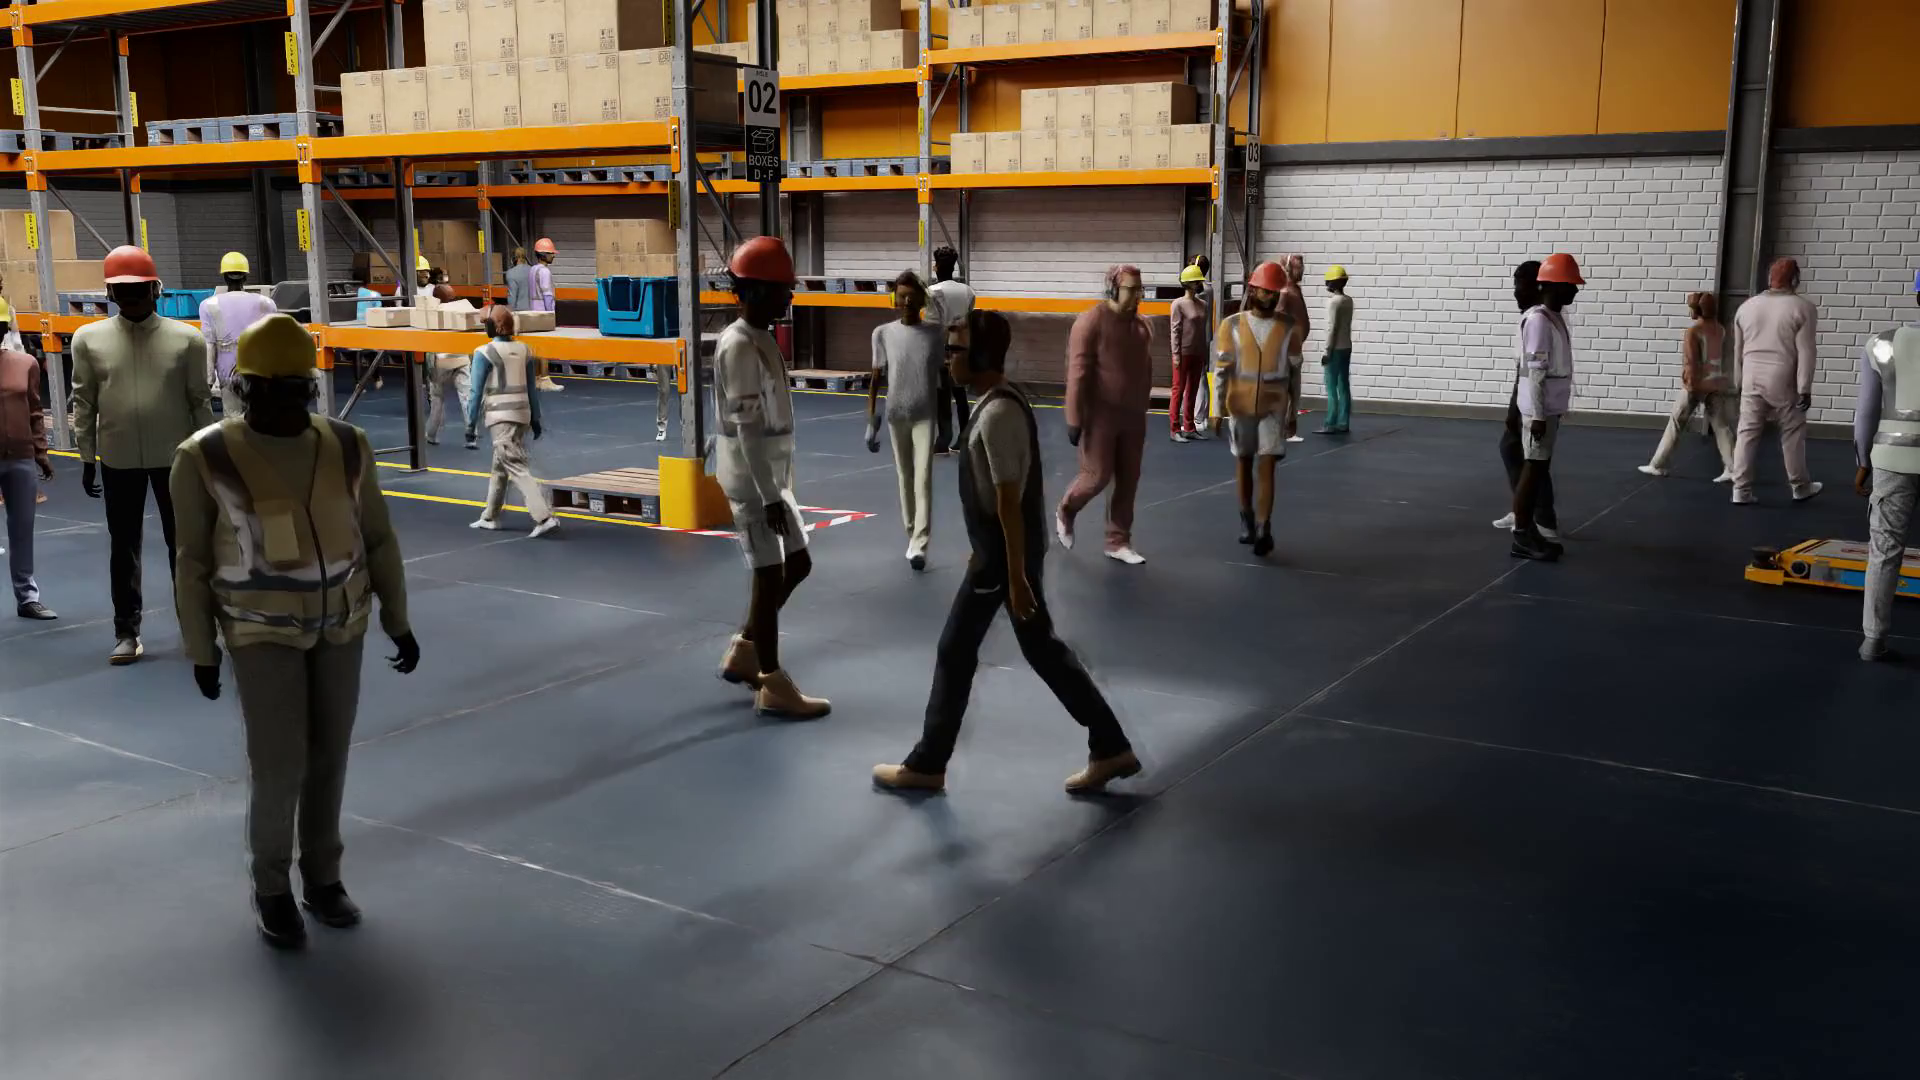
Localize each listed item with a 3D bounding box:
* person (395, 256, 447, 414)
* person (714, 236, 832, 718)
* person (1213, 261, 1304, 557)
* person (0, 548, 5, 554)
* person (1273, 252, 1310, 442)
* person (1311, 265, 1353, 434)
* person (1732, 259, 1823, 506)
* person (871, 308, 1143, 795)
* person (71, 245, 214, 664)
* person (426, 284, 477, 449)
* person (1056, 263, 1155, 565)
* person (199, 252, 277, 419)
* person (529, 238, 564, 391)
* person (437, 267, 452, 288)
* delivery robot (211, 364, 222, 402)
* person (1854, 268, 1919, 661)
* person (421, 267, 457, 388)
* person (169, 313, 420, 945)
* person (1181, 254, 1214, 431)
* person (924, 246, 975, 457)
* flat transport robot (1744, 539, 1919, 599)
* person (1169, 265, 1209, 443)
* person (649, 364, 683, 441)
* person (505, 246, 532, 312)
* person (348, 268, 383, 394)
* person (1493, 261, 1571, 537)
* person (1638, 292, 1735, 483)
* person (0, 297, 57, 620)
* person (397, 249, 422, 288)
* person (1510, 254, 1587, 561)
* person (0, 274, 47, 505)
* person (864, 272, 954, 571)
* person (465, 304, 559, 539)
[{"bbox_3d":[-6.229,-2.363,19.292,0.403,1.837,0.590,9,14,42],"label":"person"},{"bbox_3d":[-0.790,-0.248,7.014,0.458,2.036,0.630,1,10,6],"label":"person"},{"bbox_3d":[1.924,-0.849,10.763,0.567,1.874,1.002,2,10,11],"label":"person"},{"bbox_3d":[-6.333,-0.681,10.299,0.493,1.717,0.731,0,10,2],"label":"person"},{"bbox_3d":[3.331,-1.950,16.832,0.406,1.911,0.652,4,11,19],"label":"person"},{"bbox_3d":[3.908,-1.983,17.411,0.363,1.763,0.541,8,13,37],"label":"person"},{"bbox_3d":[6.303,-1.200,12.750,0.867,1.871,0.676,-7,13,-35],"label":"person"},{"bbox_3d":[0.203,0.060,6.019,0.988,1.797,0.508,2,10,10],"label":"person"},{"bbox_3d":[-3.914,-0.406,8.007,0.614,1.994,0.381,-5,11,-24],"label":"person"},{"bbox_3d":[-4.997,-1.696,16.271,0.536,1.588,0.868,-9,13,-40],"label":"person"},{"bbox_3d":[0.890,-0.798,10.470,0.668,1.882,0.636,-7,13,-36],"label":"person"},{"bbox_3d":[-5.788,-1.348,13.418,0.593,1.924,0.381,-7,12,-32],"label":"person"},{"bbox_3d":[-5.563,-3.019,22.354,0.391,2.040,0.615,-6,12,-30],"label":"person"},{"bbox_3d":[-7.787,-3.285,24.995,0.286,1.624,0.493,4,11,23],"label":"person"},{"bbox_3d":[-8.764,-1.839,19.679,0.707,0.478,0.477,-4,11,-20],"label":"delivery robot"},{"bbox_3d":[4.573,-0.363,7.894,0.602,1.949,0.390,8,13,37],"label":"person"},{"bbox_3d":[-7.185,-2.894,22.729,0.836,1.656,0.538,2,10,10],"label":"person"},{"bbox_3d":[-1.897,0.258,4.819,0.486,1.815,0.603,9,14,42],"label":"person"},{"bbox_3d":[2.518,-2.092,17.697,0.328,1.872,0.513,4,11,22],"label":"person"},{"bbox_3d":[-0.123,-1.766,15.619,0.612,1.963,0.361,-9,14,-41],"label":"person"},{"bbox_3d":[5.351,0.185,9.512,1.431,0.197,0.652,9,14,42],"label":"flat transport robot"},{"bbox_3d":[2.309,-1.863,16.708,0.526,1.772,0.303,-10,14,-44],"label":"person"},{"bbox_3d":[-2.893,-1.814,16.808,0.507,1.631,0.266,-2,10,-13],"label":"person"},{"bbox_3d":[-6.313,-3.262,23.988,0.370,1.940,0.632,5,11,26],"label":"person"},{"bbox_3d":[-7.941,-2.789,22.150,0.551,1.644,0.860,-2,10,-8],"label":"person"},{"bbox_3d":[3.858,-0.958,11.378,0.626,1.879,0.637,7,12,32],"label":"person"},{"bbox_3d":[6.233,-1.283,13.997,0.522,1.587,0.882,-6,12,-30],"label":"person"},{"bbox_3d":[-5.013,-0.415,8.694,0.328,1.767,0.532,6,12,32],"label":"person"},{"bbox_3d":[-7.832,-3.263,24.049,0.544,1.927,0.399,-4,11,-23],"label":"person"},{"bbox_3d":[3.743,-0.841,10.577,0.372,1.934,0.551,5,11,27],"label":"person"},{"bbox_3d":[-7.203,-1.168,12.595,0.774,1.858,0.606,1,10,8],"label":"person"},{"bbox_3d":[-0.322,-0.729,10.268,0.540,1.818,0.970,1,10,3],"label":"person"},{"bbox_3d":[-3.077,-0.809,11.369,0.868,1.595,0.527,5,11,26],"label":"person"}]
